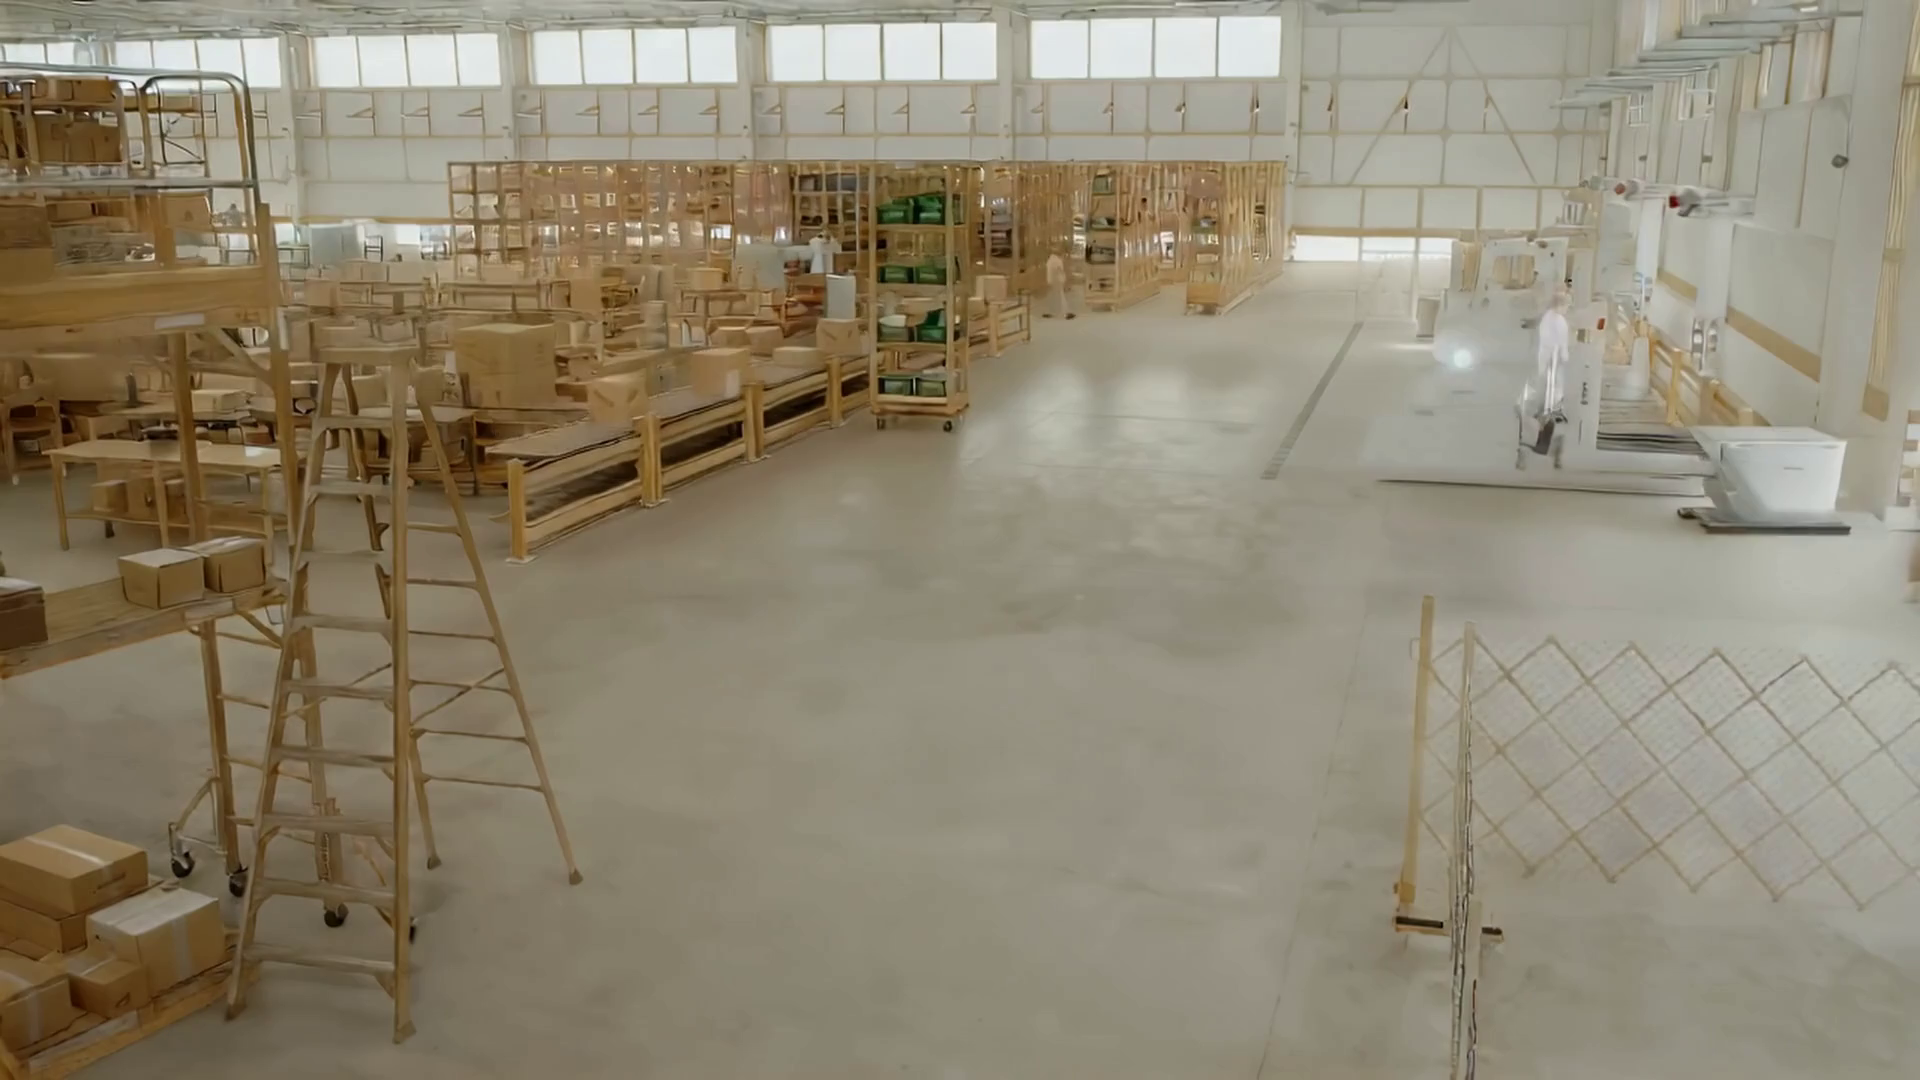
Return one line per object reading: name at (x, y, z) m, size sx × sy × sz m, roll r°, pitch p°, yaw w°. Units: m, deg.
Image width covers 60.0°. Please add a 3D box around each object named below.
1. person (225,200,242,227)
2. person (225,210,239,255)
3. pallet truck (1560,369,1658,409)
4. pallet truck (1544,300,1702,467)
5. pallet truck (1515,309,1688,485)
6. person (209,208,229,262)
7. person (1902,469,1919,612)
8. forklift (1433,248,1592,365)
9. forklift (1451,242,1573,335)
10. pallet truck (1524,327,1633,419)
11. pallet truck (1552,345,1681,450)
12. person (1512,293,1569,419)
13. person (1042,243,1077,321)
person at (-29.373, -12.748, 67.270) m, size 0.623 × 1.992 × 0.397 m, roll -6°, pitch 14°, yaw -24°
person at (-27.693, -11.696, 63.324) m, size 0.889 × 1.705 × 0.648 m, roll 9°, pitch 16°, yaw 34°
pallet truck at (9.824, -2.669, 25.407) m, size 1.601 × 1.201 × 0.680 m, roll 4°, pitch 14°, yaw 16°
pallet truck at (8.263, -1.952, 20.631) m, size 1.885 × 1.965 × 0.823 m, roll 5°, pitch 14°, yaw 20°
pallet truck at (7.554, -1.677, 19.446) m, size 1.885 × 1.965 × 0.823 m, roll 3°, pitch 13°, yaw 14°
person at (-26.032, -10.681, 58.444) m, size 0.614 × 1.946 × 0.389 m, roll -5°, pitch 14°, yaw -22°
person at (8.197, -0.410, 13.867) m, size 0.387 × 2.045 × 0.605 m, roll 3°, pitch 13°, yaw 15°
forklift at (9.780, -4.111, 29.280) m, size 2.680 × 1.987 × 1.157 m, roll 3°, pitch 13°, yaw 14°
forklift at (10.464, -4.597, 31.405) m, size 2.680 × 1.987 × 1.157 m, roll 4°, pitch 14°, yaw 16°
pallet truck at (9.065, -2.460, 24.370) m, size 1.522 × 1.261 × 0.704 m, roll 3°, pitch 13°, yaw 14°
pallet truck at (8.641, -1.896, 21.908) m, size 1.630 × 1.274 × 0.653 m, roll 4°, pitch 14°, yaw 16°
person at (8.298, -2.561, 23.540) m, size 0.744 × 1.870 × 0.664 m, roll 8°, pitch 15°, yaw 31°
person at (2.291, -5.975, 38.473) m, size 0.930 × 1.781 × 0.590 m, roll 5°, pitch 14°, yaw 22°
